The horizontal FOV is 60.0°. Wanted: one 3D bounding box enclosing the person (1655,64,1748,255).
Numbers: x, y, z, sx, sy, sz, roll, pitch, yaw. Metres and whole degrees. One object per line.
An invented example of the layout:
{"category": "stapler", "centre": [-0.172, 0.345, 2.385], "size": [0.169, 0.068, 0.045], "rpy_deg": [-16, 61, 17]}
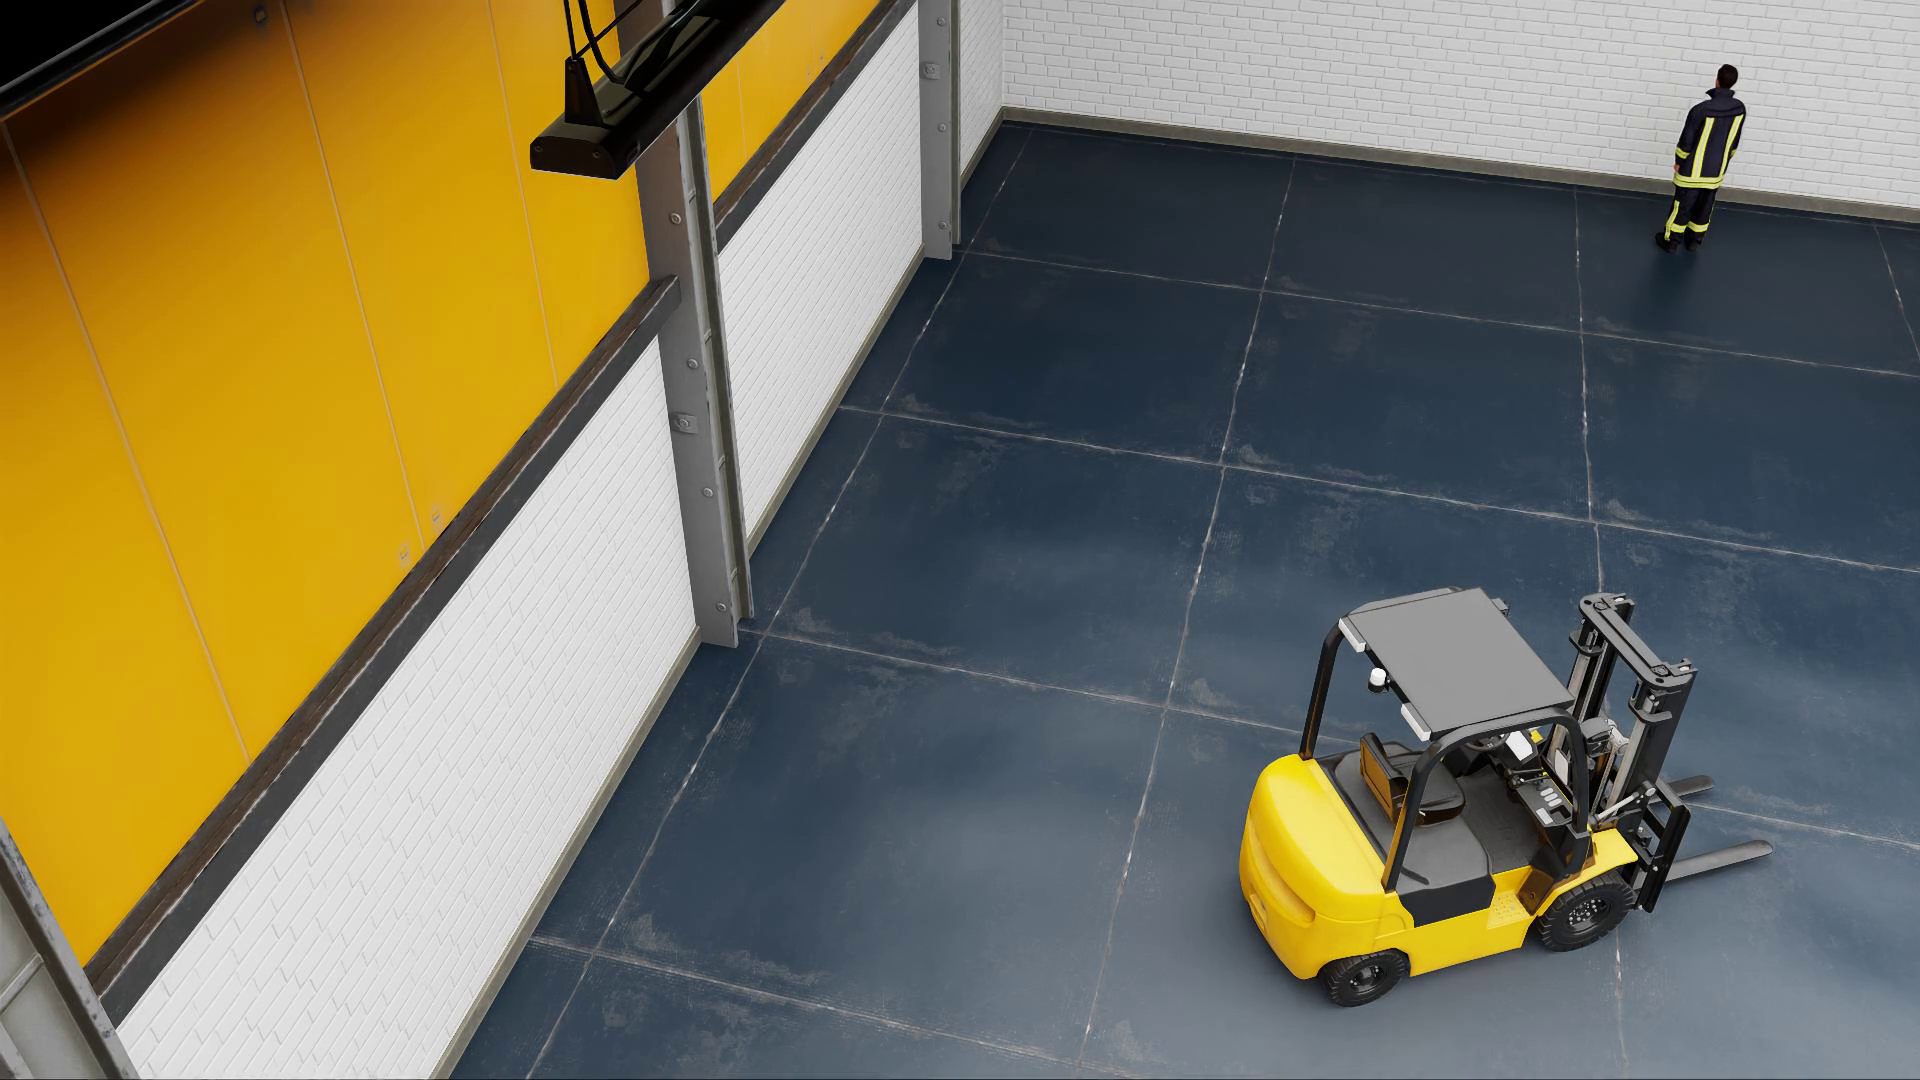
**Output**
{"category": "person", "centre": [7.320, -3.740, 16.359], "size": [0.872, 1.928, 0.824], "rpy_deg": [-4, 39, -5]}
